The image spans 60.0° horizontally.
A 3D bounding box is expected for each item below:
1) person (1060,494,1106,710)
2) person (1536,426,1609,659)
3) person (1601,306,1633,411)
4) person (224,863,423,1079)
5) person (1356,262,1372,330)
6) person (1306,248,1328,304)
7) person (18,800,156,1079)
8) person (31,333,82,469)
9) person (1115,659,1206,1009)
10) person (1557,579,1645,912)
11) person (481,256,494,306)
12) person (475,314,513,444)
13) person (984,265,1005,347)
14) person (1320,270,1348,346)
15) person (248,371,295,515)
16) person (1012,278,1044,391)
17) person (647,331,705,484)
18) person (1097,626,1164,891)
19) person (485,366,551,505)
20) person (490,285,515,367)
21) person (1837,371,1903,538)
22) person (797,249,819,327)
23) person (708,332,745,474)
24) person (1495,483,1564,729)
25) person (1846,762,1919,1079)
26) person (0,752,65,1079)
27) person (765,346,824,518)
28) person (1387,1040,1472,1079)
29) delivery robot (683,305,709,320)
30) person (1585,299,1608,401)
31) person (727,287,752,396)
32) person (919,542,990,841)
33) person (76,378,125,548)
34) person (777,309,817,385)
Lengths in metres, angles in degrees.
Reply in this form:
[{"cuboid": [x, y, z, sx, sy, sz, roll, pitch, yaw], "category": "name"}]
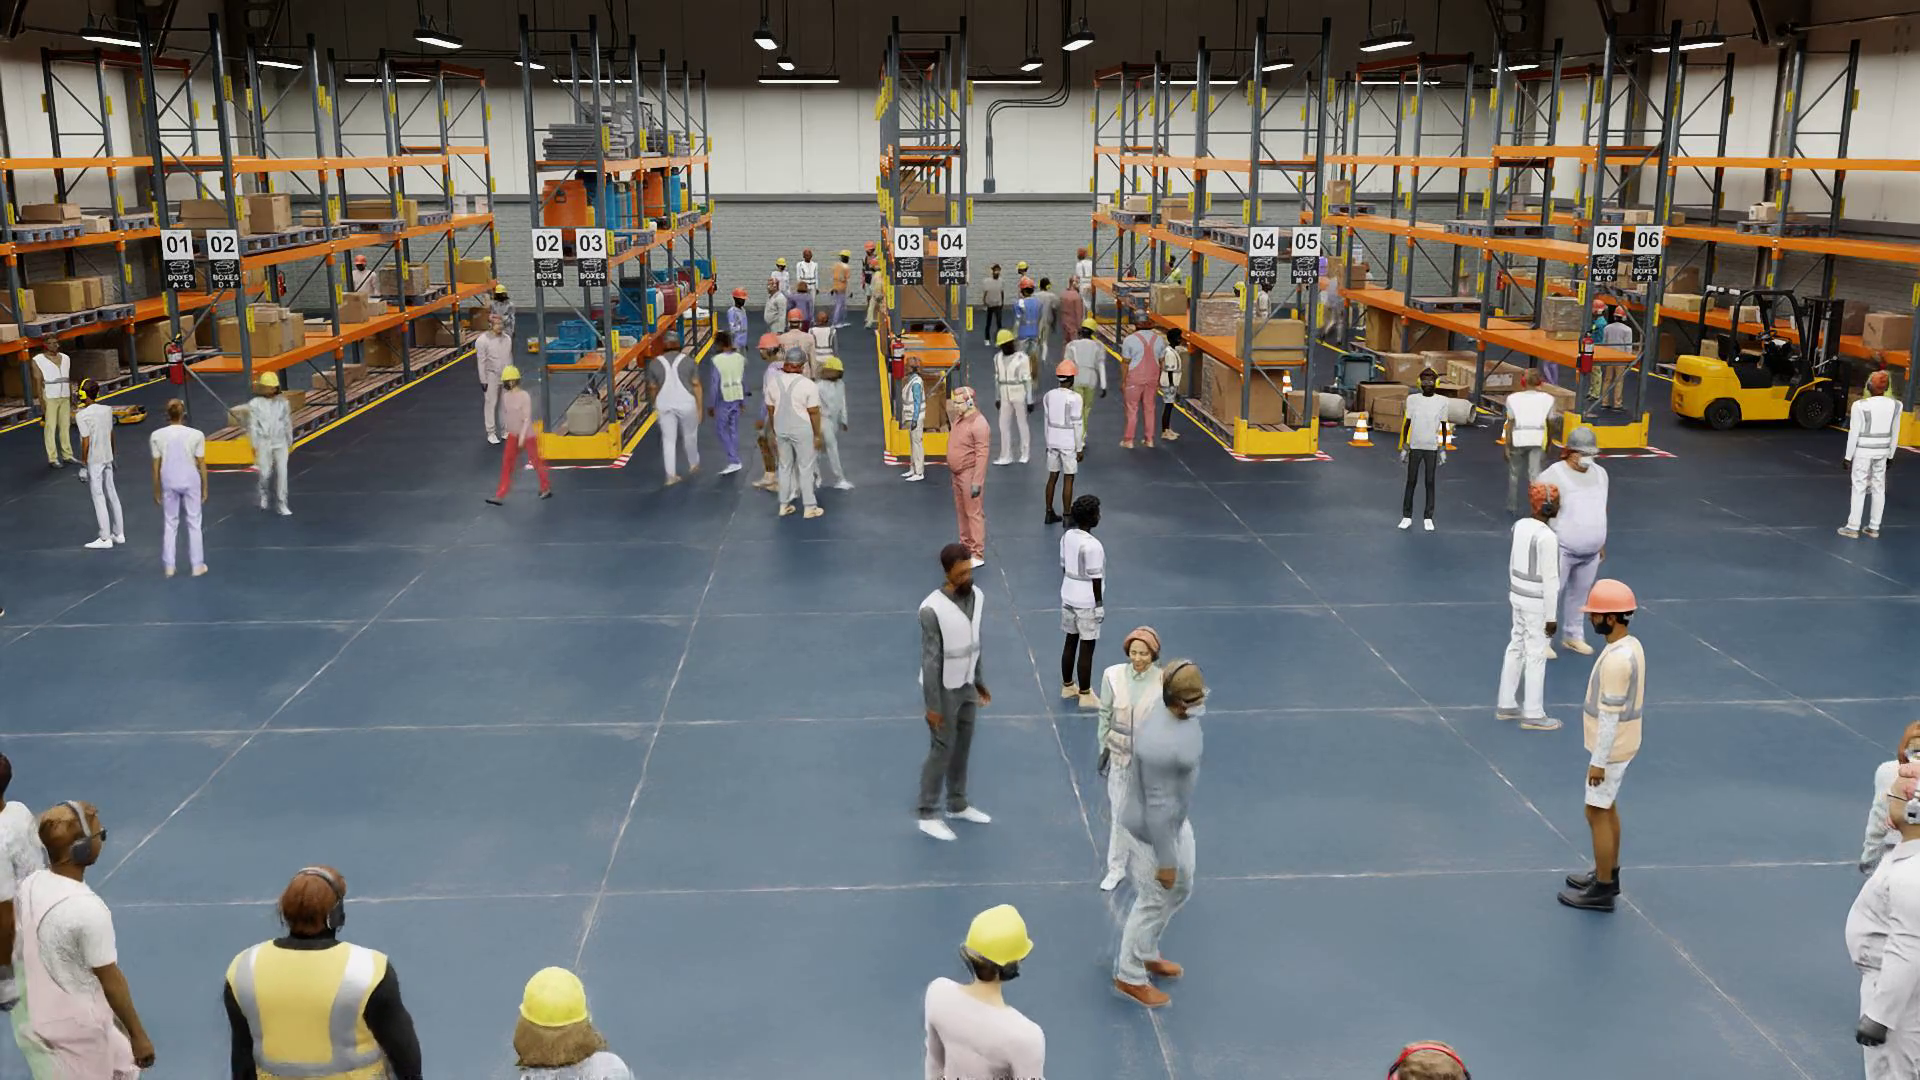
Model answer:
[{"cuboid": [0.969, 0.478, 12.982, 0.317, 1.696, 0.539, -6, 15, -25], "category": "person"}, {"cuboid": [5.252, 0.013, 14.212, 0.684, 2.000, 0.536, -4, 14, -18], "category": "person"}, {"cuboid": [10.949, -3.026, 27.689, 0.319, 1.755, 0.573, -7, 15, -28], "category": "person"}, {"cuboid": [-2.311, 2.035, 6.167, 0.632, 1.789, 0.948, 2, 13, 6], "category": "person"}, {"cuboid": [9.693, -5.865, 39.985, 0.507, 1.633, 0.278, -10, 16, -35], "category": "person"}, {"cuboid": [9.092, -6.497, 42.233, 0.621, 1.838, 0.429, 0, 13, 0], "category": "person"}, {"cuboid": [-3.431, 1.912, 6.627, 0.536, 1.822, 0.539, 11, 17, 39], "category": "person"}, {"cuboid": [-12.405, -1.919, 22.812, 0.390, 1.847, 0.563, 5, 14, 20], "category": "person"}, {"cuboid": [1.009, 1.471, 8.344, 0.497, 1.896, 0.653, 5, 14, 20], "category": "person"}, {"cuboid": [3.706, 1.170, 9.576, 0.389, 1.923, 0.549, 7, 15, 26], "category": "person"}, {"cuboid": [-11.297, -5.903, 39.861, 0.328, 1.769, 0.526, -8, 15, -30], "category": "person"}, {"cuboid": [-6.855, -2.397, 24.705, 0.410, 1.912, 0.641, 9, 16, 33], "category": "person"}, {"cuboid": [0.736, -5.144, 36.551, 0.533, 1.822, 0.989, -3, 14, -13], "category": "person"}, {"cuboid": [8.301, -5.168, 36.644, 0.578, 1.809, 0.606, -6, 15, -24], "category": "person"}, {"cuboid": [-8.189, -1.154, 19.805, 0.510, 1.727, 0.424, -11, 17, -40], "category": "person"}, {"cuboid": [1.198, -3.664, 29.783, 0.608, 2.044, 0.370, -8, 16, -32], "category": "person"}, {"cuboid": [-3.704, -1.804, 21.911, 0.759, 2.000, 1.067, 0, 13, 1], "category": "person"}, {"cuboid": [1.051, 1.288, 9.697, 0.517, 1.633, 0.312, 7, 15, 27], "category": "person"}, {"cuboid": [-5.429, -1.284, 20.433, 0.527, 1.708, 0.956, 8, 15, 30], "category": "person"}, {"cuboid": [-8.793, -4.032, 31.985, 0.483, 1.745, 0.299, 0, 13, -1], "category": "person"}, {"cuboid": [10.199, -0.953, 18.645, 0.577, 1.883, 0.353, -1, 13, -4], "category": "person"}, {"cuboid": [-3.734, -6.182, 40.793, 0.585, 1.882, 0.337, -8, 16, -31], "category": "person"}, {"cuboid": [-3.123, -1.861, 22.495, 0.448, 1.894, 0.670, 10, 16, 35], "category": "person"}, {"cuboid": [4.322, 0.500, 12.537, 0.516, 1.885, 0.592, -2, 13, -9], "category": "person"}, {"cuboid": [3.833, 1.826, 6.818, 0.406, 1.911, 0.638, 12, 18, 41], "category": "person"}, {"cuboid": [-4.069, 1.766, 7.177, 0.331, 1.862, 0.507, -5, 14, -19], "category": "person"}, {"cuboid": [-1.917, -1.290, 19.733, 0.689, 2.000, 0.539, 6, 15, 25], "category": "person"}, {"cuboid": [1.346, 2.305, 4.950, 0.560, 1.836, 0.389, 3, 14, 13], "category": "person"}, {"cuboid": [-6.488, -5.497, 40.537, 0.707, 0.478, 0.477, -10, 16, -36], "category": "delivery robot"}, {"cuboid": [10.988, -3.279, 28.770, 0.321, 1.754, 0.563, 3, 14, 11], "category": "person"}, {"cuboid": [-3.849, -3.450, 29.110, 0.368, 1.933, 0.552, 4, 14, 16], "category": "person"}, {"cuboid": [-0.055, 0.934, 10.587, 0.381, 1.916, 0.609, 8, 15, 30], "category": "person"}, {"cuboid": [-9.448, -0.843, 18.206, 0.328, 1.872, 0.510, 3, 14, 11], "category": "person"}, {"cuboid": [-2.423, -2.418, 24.609, 0.619, 1.994, 0.381, -4, 14, -16], "category": "person"}]
